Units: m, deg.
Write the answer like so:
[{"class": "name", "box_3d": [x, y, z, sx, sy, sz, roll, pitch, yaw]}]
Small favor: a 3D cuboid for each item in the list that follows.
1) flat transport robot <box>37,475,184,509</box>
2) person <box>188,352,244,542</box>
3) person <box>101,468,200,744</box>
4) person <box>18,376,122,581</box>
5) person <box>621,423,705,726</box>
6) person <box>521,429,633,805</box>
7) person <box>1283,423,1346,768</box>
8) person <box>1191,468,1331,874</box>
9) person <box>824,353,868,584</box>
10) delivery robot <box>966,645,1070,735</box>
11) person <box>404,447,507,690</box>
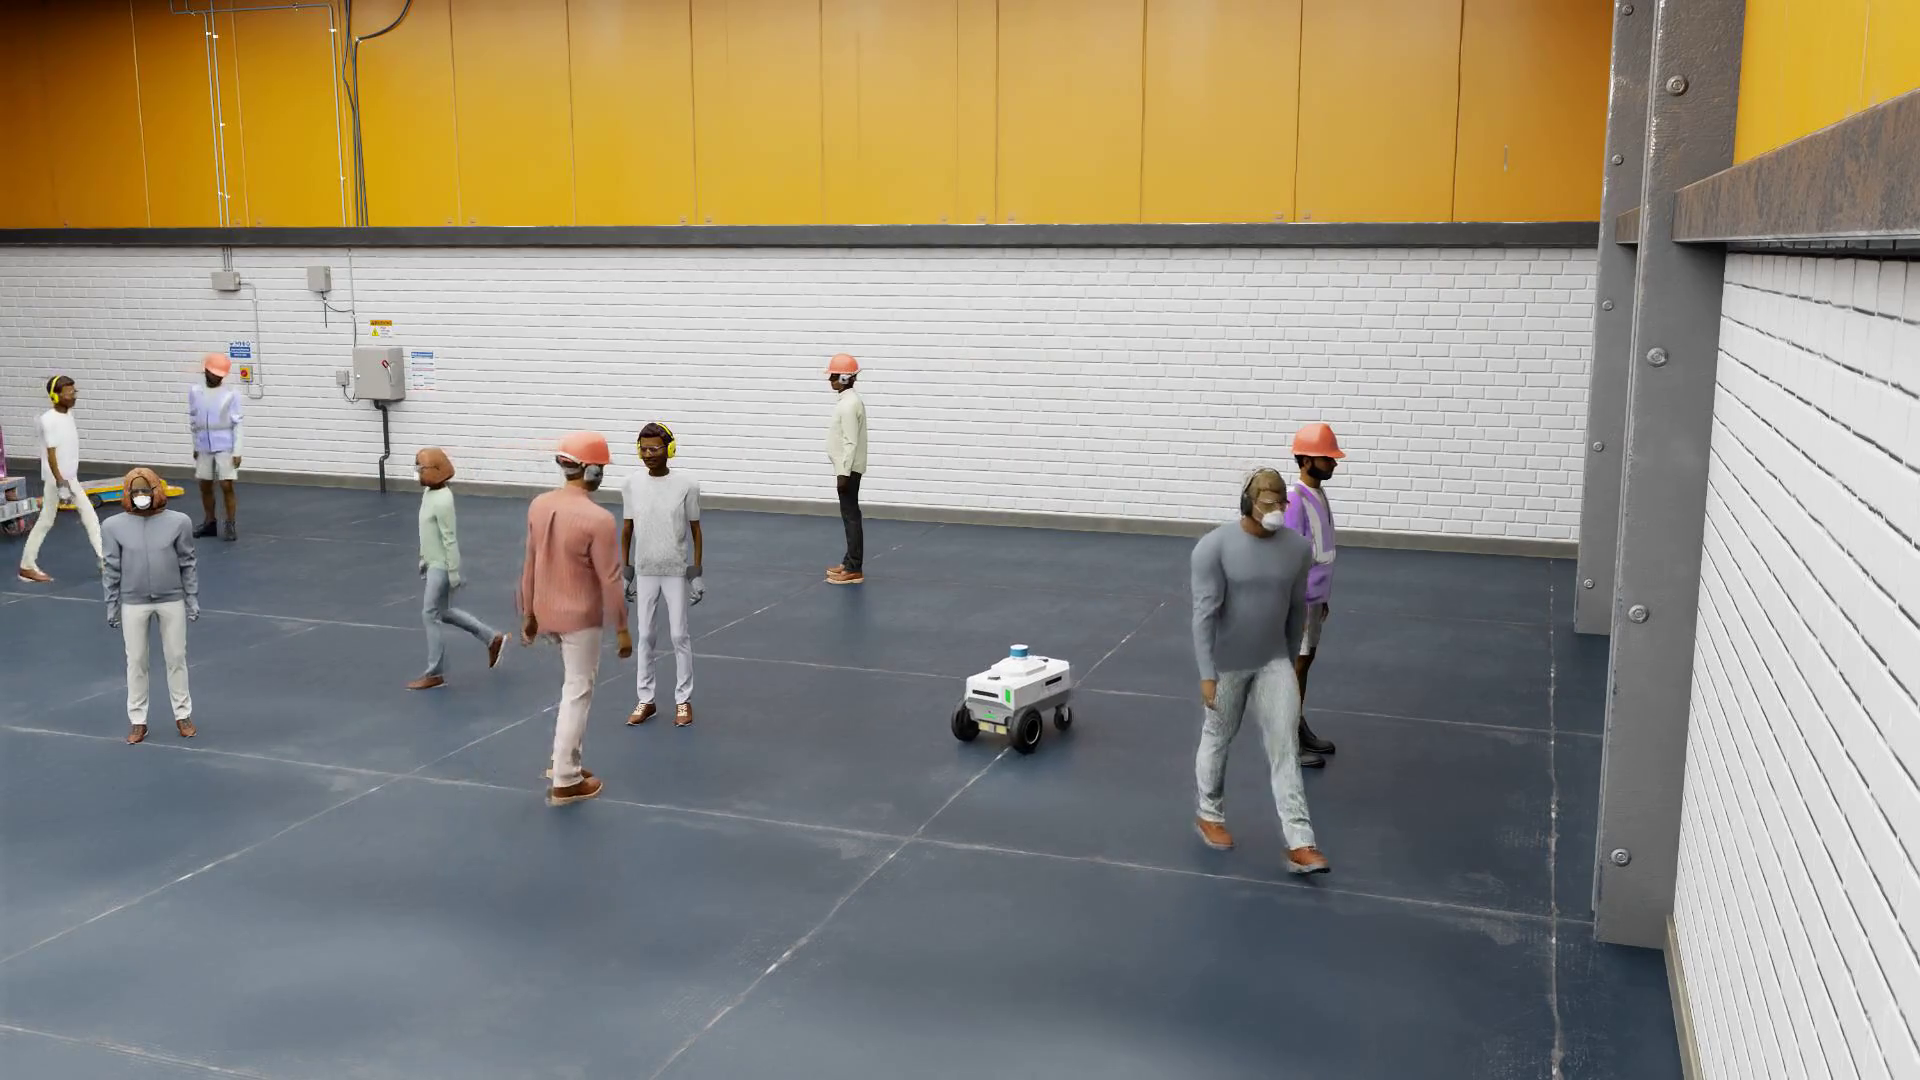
[{"class": "flat transport robot", "box_3d": [-9.695, -0.555, 18.931, 0.652, 0.197, 1.431, 7, 12, 35]}, {"class": "person", "box_3d": [-7.363, -0.914, 16.404, 0.679, 1.886, 0.494, 1, 10, 7]}, {"class": "person", "box_3d": [-4.768, 0.380, 9.824, 0.507, 1.632, 0.272, -5, 11, -27]}, {"class": "person", "box_3d": [-7.764, -0.522, 14.426, 1.022, 1.811, 0.503, 0, 10, -1]}, {"class": "person", "box_3d": [-1.818, 0.210, 10.123, 0.532, 1.868, 0.310, 1, 10, 5]}, {"class": "person", "box_3d": [-1.990, 0.406, 8.718, 0.656, 1.970, 0.506, 8, 13, 39]}, {"class": "person", "box_3d": [1.972, 0.303, 9.405, 0.356, 1.939, 0.543, 5, 11, 25]}, {"class": "person", "box_3d": [1.389, 0.618, 7.763, 0.656, 1.894, 0.983, -3, 10, -15]}, {"class": "person", "box_3d": [-0.988, -0.621, 14.444, 0.375, 1.995, 0.611, -1, 10, -3]}, {"class": "delivery robot", "box_3d": [0.350, 0.865, 9.865, 0.477, 0.478, 0.707, 7, 12, 35]}, {"class": "person", "box_3d": [-3.379, 0.172, 11.033, 0.628, 1.615, 0.497, -5, 11, -25]}]
